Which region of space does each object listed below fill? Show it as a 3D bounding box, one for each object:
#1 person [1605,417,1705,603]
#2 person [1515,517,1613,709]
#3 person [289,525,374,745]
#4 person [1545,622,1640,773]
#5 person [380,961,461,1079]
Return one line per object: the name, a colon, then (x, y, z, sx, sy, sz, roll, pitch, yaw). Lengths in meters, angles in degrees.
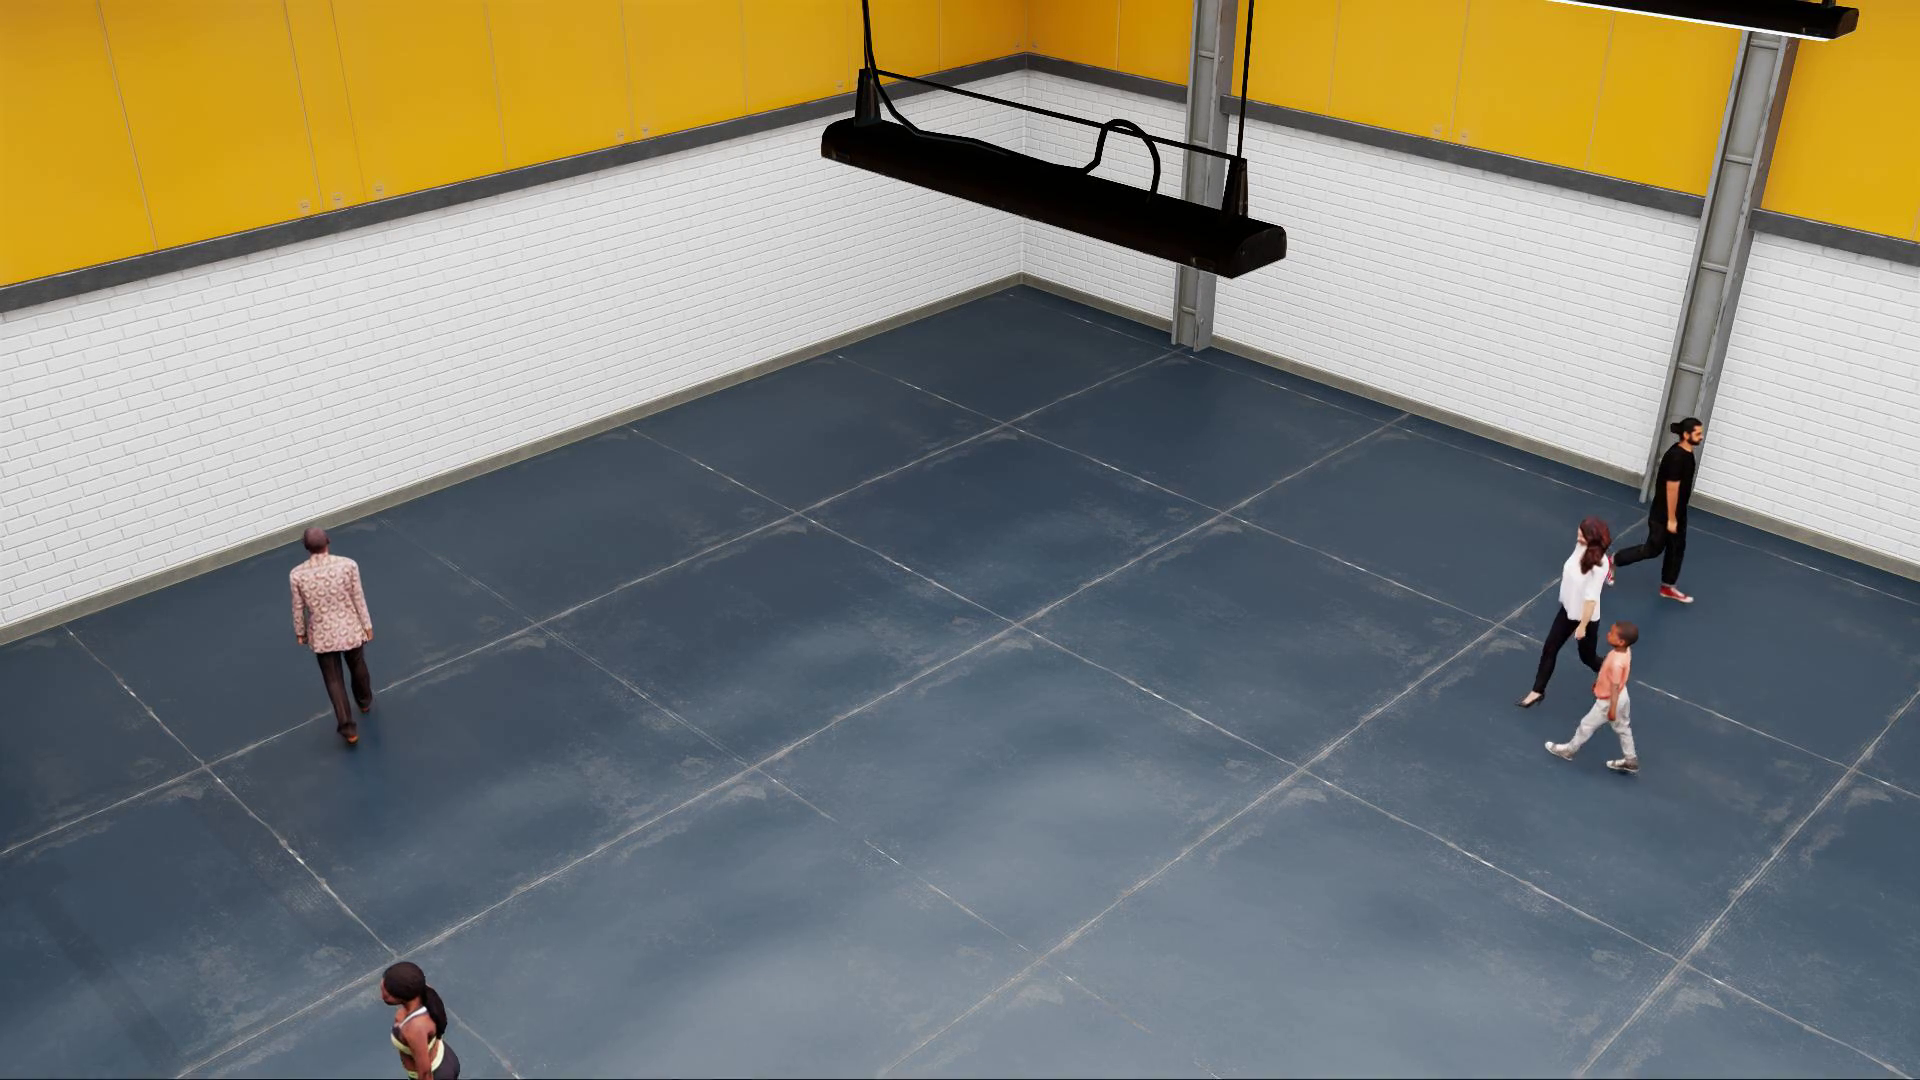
person: (6.189, -0.275, 14.724, 1.114, 1.737, 0.756, 19, 34, 31)
person: (4.978, 0.612, 13.082, 1.105, 1.752, 1.139, -3, 29, -6)
person: (-4.805, 0.753, 12.797, 0.934, 1.777, 1.139, -13, 31, -22)
person: (4.964, 1.199, 12.498, 0.930, 1.280, 0.585, 18, 33, 30)
person: (-2.731, 2.896, 8.923, 1.066, 1.724, 1.021, 0, 29, -1)
